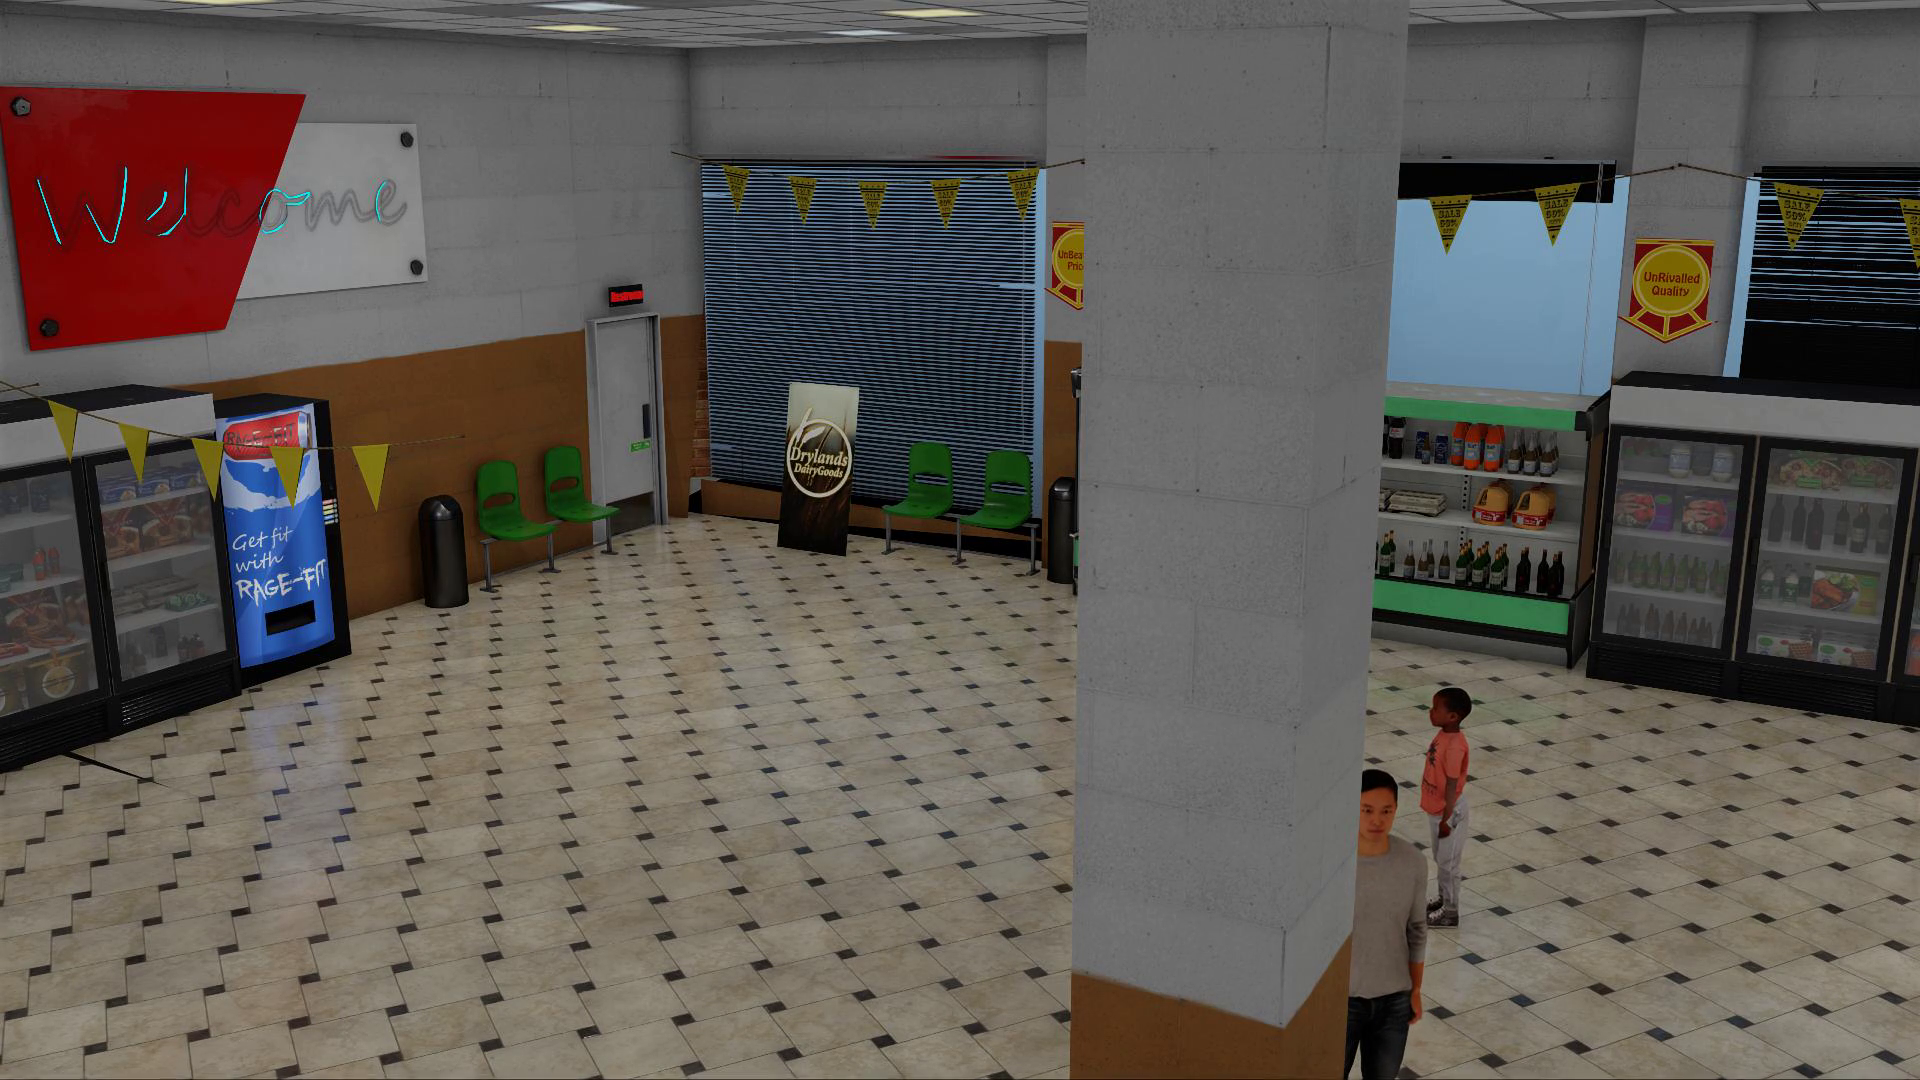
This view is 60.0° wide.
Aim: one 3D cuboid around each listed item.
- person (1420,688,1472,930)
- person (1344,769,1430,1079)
[{"bbox_3d":[2.589,1.409,8.812,0.580,1.310,0.546,1,14,3],"label":"person"},{"bbox_3d":[1.560,1.723,6.459,0.646,1.809,0.765,0,14,-1],"label":"person"}]
